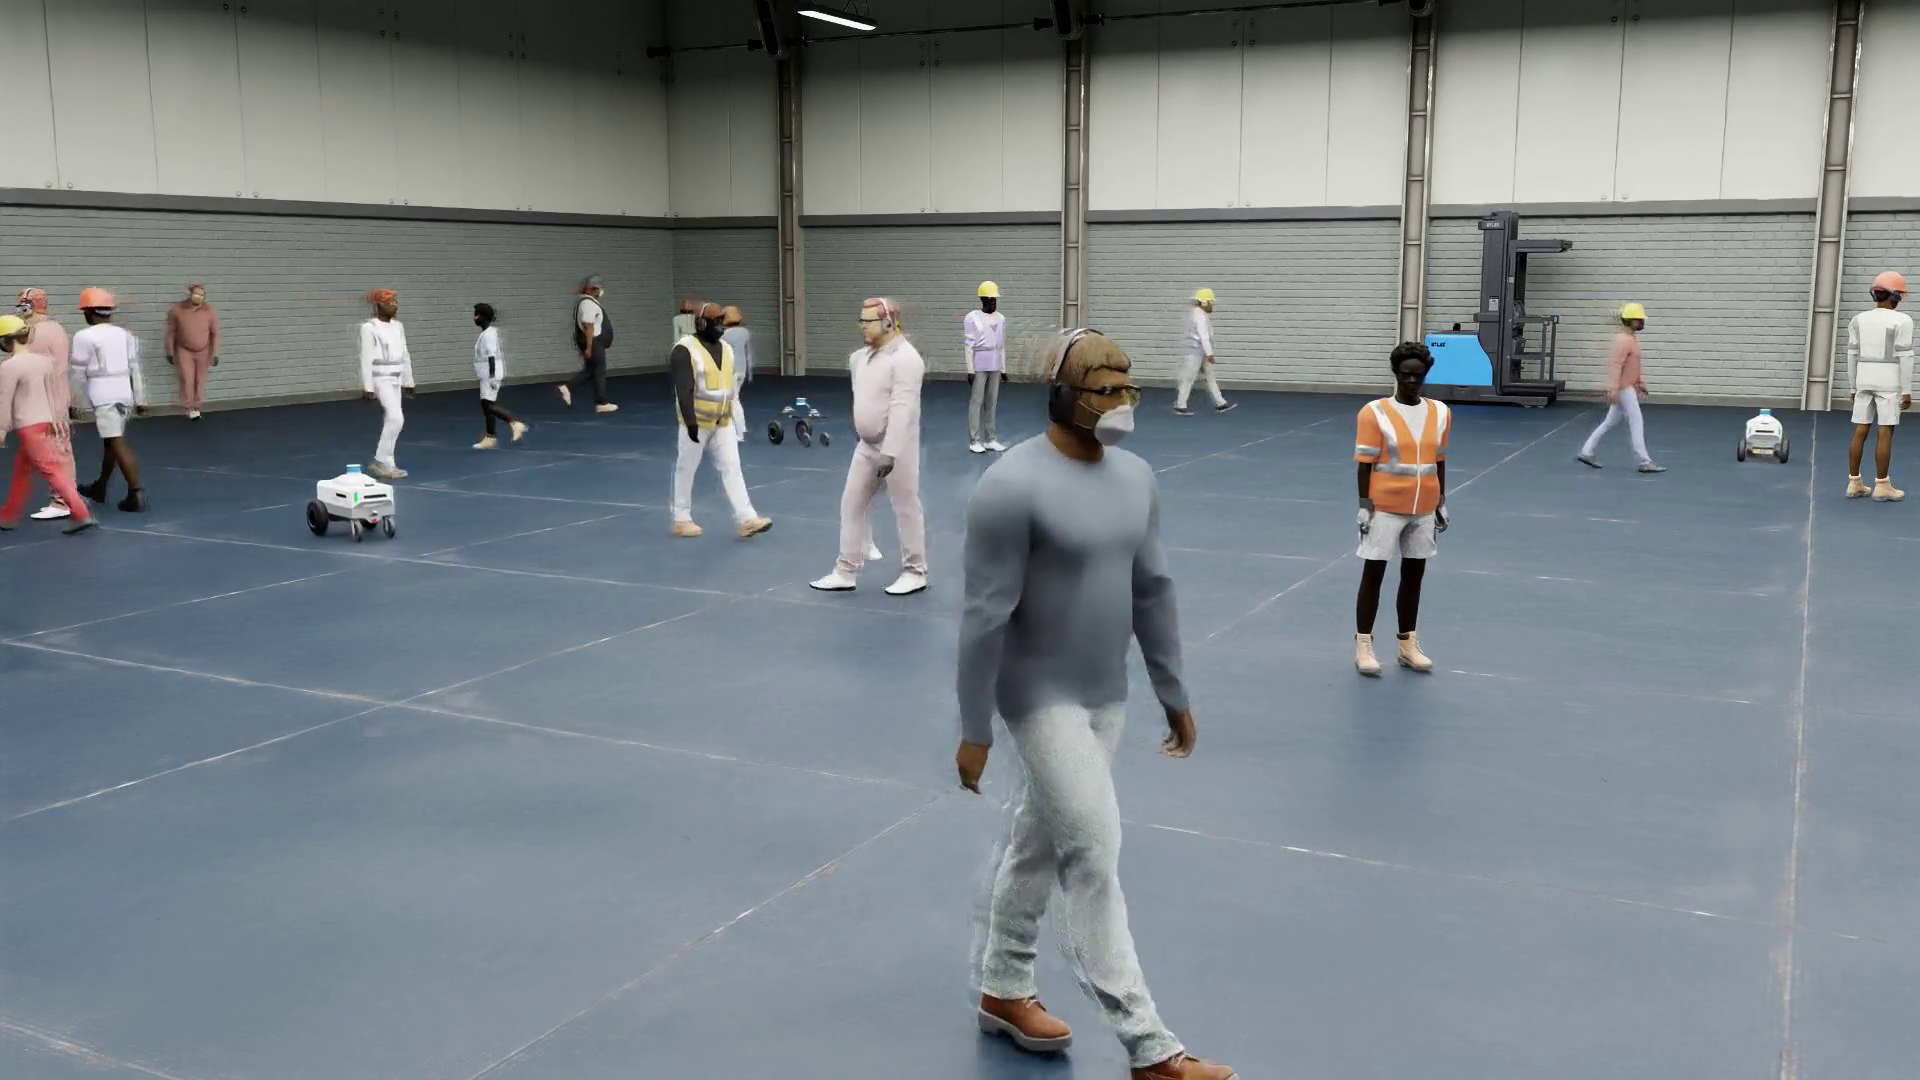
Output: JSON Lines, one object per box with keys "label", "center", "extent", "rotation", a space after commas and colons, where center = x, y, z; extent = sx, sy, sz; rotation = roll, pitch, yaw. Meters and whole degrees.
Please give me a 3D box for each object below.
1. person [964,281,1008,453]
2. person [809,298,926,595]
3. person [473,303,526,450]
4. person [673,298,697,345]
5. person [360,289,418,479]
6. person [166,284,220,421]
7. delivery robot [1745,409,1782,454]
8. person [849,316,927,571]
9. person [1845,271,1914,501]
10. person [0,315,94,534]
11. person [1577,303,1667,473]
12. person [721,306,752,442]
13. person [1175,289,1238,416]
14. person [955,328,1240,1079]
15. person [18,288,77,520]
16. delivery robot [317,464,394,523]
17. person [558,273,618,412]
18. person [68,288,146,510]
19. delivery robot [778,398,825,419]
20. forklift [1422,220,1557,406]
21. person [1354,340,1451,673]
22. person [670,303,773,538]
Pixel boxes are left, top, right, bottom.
{"label": "person", "center": [0.308, -1.960, 18.854], "extent": [0.585, 1.928, 0.368], "rotation": [-8, 12, -41]}
{"label": "person", "center": [-0.561, -0.565, 10.433], "extent": [0.845, 1.874, 0.648], "rotation": [-7, 11, -36]}
{"label": "person", "center": [-5.332, -1.875, 19.078], "extent": [0.498, 1.687, 0.540], "rotation": [-3, 10, -20]}
{"label": "person", "center": [-4.397, -3.119, 26.999], "extent": [0.510, 1.604, 0.774], "rotation": [-1, 9, -8]}
{"label": "person", "center": [-5.638, -1.534, 16.427], "extent": [0.446, 1.869, 0.586], "rotation": [2, 9, 11]}
{"label": "person", "center": [-10.469, -2.560, 22.766], "extent": [0.675, 1.857, 0.880], "rotation": [-6, 11, -33]}
{"label": "delivery robot", "center": [8.756, -1.182, 18.121], "extent": [0.477, 0.478, 0.707], "rotation": [4, 10, 23]}
{"label": "person", "center": [-0.524, -0.724, 11.606], "extent": [0.536, 1.824, 0.918], "rotation": [-5, 10, -27]}
{"label": "person", "center": [8.276, -1.386, 14.953], "extent": [0.368, 2.046, 0.608], "rotation": [-4, 10, -25]}
{"label": "person", "center": [-7.236, -0.889, 12.933], "extent": [0.948, 1.707, 0.529], "rotation": [0, 9, -1]}
{"label": "person", "center": [6.820, -1.573, 17.106], "extent": [0.877, 1.727, 0.531], "rotation": [5, 11, 30]}
{"label": "person", "center": [-2.733, -1.988, 19.924], "extent": [0.406, 1.618, 0.511], "rotation": [7, 11, 36]}
{"label": "person", "center": [3.496, -2.657, 23.593], "extent": [0.917, 1.785, 0.614], "rotation": [2, 9, 12]}
{"label": "person", "center": [0.381, 0.439, 4.134], "extent": [0.957, 1.897, 0.661], "rotation": [8, 12, 40]}
{"label": "person", "center": [-7.611, -1.130, 13.809], "extent": [0.400, 1.903, 0.645], "rotation": [-2, 10, -15]}
{"label": "delivery robot", "center": [-4.714, -0.345, 12.958], "extent": [0.477, 0.478, 0.707], "rotation": [-9, 13, -44]}
{"label": "person", "center": [-5.443, -2.876, 24.288], "extent": [0.750, 2.000, 0.686], "rotation": [-3, 10, -20]}
{"label": "person", "center": [-7.410, -1.216, 14.361], "extent": [0.975, 1.887, 0.555], "rotation": [3, 10, 19]}
{"label": "delivery robot", "center": [-1.890, -1.574, 19.735], "extent": [0.335, 0.223, 0.698], "rotation": [-8, 12, -41]}
{"label": "forklift", "center": [8.245, -3.527, 25.720], "extent": [1.873, 2.768, 1.129], "rotation": [5, 10, 27]}
{"label": "person", "center": [2.255, -0.166, 8.488], "extent": [0.538, 1.698, 0.320], "rotation": [-2, 10, -15]}
{"label": "person", "center": [-1.886, -0.900, 12.706], "extent": [0.942, 1.791, 0.642], "rotation": [8, 12, 39]}
